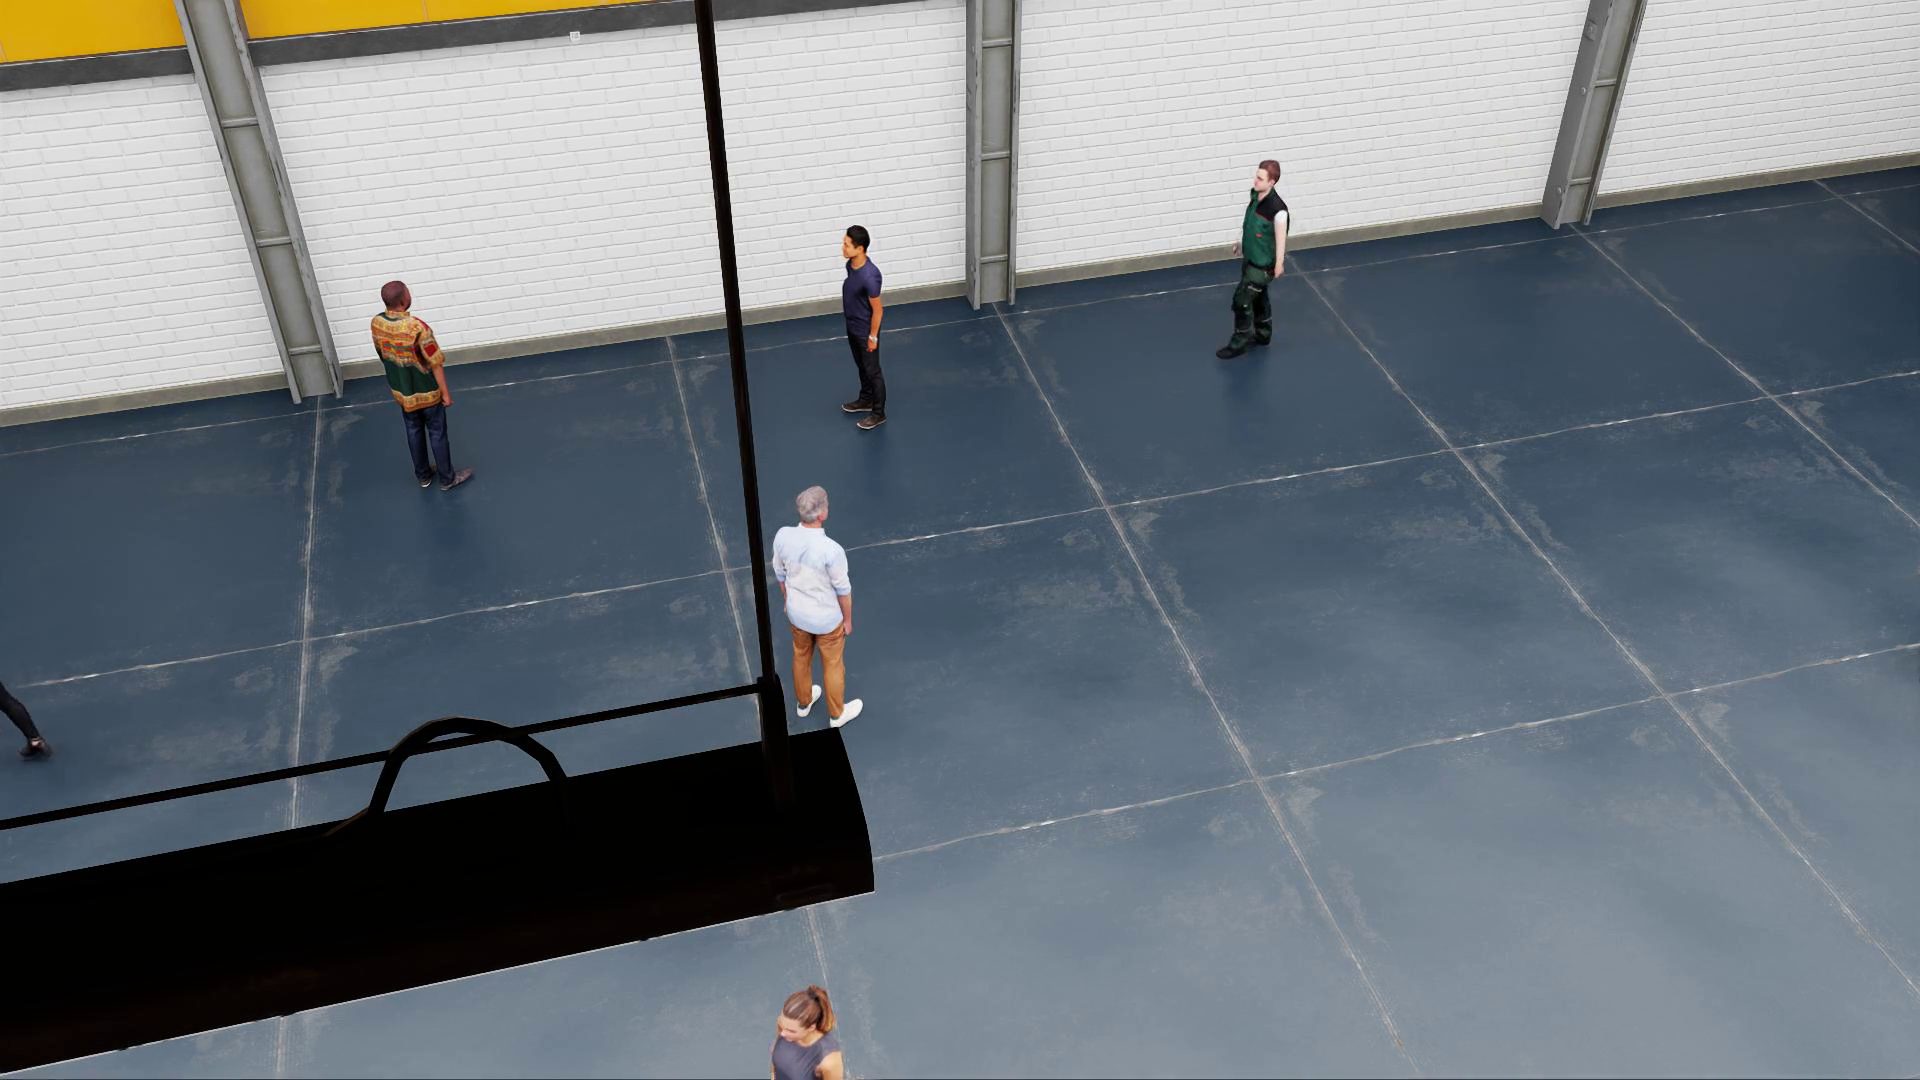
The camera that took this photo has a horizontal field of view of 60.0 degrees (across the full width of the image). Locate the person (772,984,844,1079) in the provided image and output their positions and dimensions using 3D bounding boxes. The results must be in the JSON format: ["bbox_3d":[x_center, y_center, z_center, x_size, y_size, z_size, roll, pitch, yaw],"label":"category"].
[{"bbox_3d":[-0.650,2.658,8.010,1.208,1.685,0.852,-25,45,-27],"label":"person"}]

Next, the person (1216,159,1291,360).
[{"bbox_3d":[2.643,-2.436,14.276,0.796,1.825,0.653,-8,39,-10],"label":"person"}]

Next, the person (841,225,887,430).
[{"bbox_3d":[-0.770,-1.731,13.421,0.593,1.791,0.697,-18,42,-21],"label":"person"}]

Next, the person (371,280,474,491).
[{"bbox_3d":[-4.153,-1.178,12.715,0.793,1.808,0.884,12,40,15],"label":"person"}]

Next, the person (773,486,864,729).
[{"bbox_3d":[-0.925,0.438,10.679,0.743,1.824,0.815,18,42,21],"label":"person"}]
